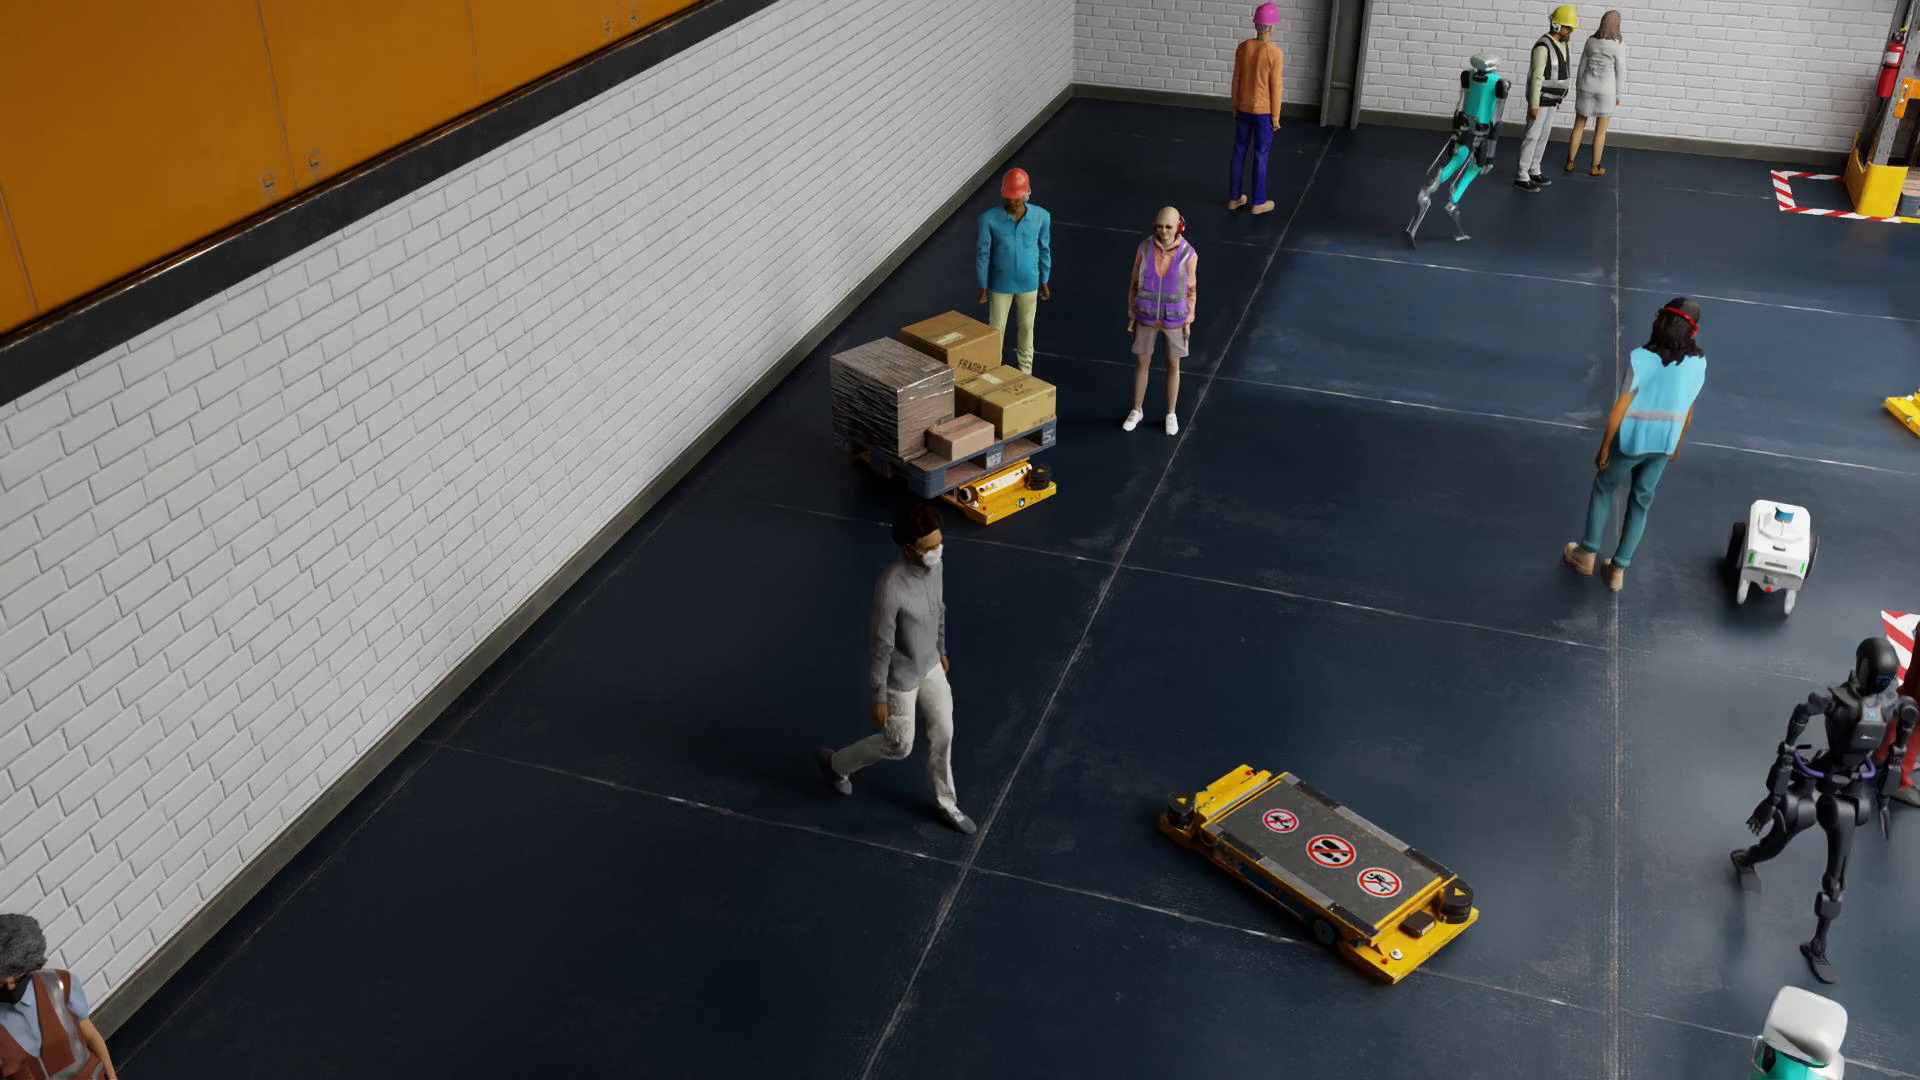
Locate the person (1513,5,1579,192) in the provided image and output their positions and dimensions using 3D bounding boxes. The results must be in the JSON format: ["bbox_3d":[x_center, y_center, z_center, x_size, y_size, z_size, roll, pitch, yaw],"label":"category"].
[{"bbox_3d":[5.852,-4.411,16.604,0.403,1.821,0.594,24,38,35],"label":"person"}]

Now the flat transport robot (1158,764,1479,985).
[{"bbox_3d":[1.701,1.542,8.001,0.659,0.231,1.431,-24,38,-34],"label":"flat transport robot"}]

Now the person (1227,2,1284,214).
[{"bbox_3d":[2.853,-4.139,15.976,0.515,1.982,0.388,22,37,32],"label":"person"}]

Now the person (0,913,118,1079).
[{"bbox_3d":[-3.192,1.984,5.857,0.431,1.681,0.318,-27,40,-37],"label":"person"}]

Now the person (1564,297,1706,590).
[{"bbox_3d":[4.115,-0.596,10.088,0.566,1.839,0.535,2,30,3],"label":"person"}]

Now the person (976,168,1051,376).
[{"bbox_3d":[0.405,-1.940,12.460,0.571,1.747,0.334,-5,31,-8],"label":"person"}]

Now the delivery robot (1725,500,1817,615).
[{"bbox_3d":[5.014,0.058,10.239,0.499,0.590,0.793,13,33,21],"label":"delivery robot"}]

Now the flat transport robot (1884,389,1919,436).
[{"bbox_3d":[7.660,-0.919,12.188,1.431,0.231,0.659,-1,30,-2],"label":"flat transport robot"}]

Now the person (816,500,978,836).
[{"bbox_3d":[-0.300,0.595,8.042,0.760,1.868,0.583,18,35,28],"label":"person"}]

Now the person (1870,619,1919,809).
[{"bbox_3d":[4.921,0.521,8.262,0.314,1.768,0.523,7,31,12],"label":"person"}]

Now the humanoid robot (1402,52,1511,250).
[{"bbox_3d":[4.434,-3.483,15.120,0.936,1.767,0.539,-17,35,-27],"label":"humanoid robot"}]

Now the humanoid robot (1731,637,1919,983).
[{"bbox_3d":[3.849,1.110,7.408,0.608,1.629,0.811,0,30,1],"label":"humanoid robot"}]

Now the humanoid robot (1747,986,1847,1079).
[{"bbox_3d":[2.377,2.161,5.557,0.702,1.852,0.532,16,34,25],"label":"humanoid robot"}]

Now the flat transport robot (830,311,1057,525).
[{"bbox_3d":[-0.067,-0.537,11.539,0.659,0.231,1.431,-25,38,-35],"label":"flat transport robot"}]

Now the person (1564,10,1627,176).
[{"bbox_3d":[6.538,-4.578,17.037,0.487,1.661,0.337,22,37,33],"label":"person"}]

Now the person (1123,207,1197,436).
[{"bbox_3d":[1.434,-1.566,11.883,0.478,1.694,0.350,8,31,13],"label":"person"}]
